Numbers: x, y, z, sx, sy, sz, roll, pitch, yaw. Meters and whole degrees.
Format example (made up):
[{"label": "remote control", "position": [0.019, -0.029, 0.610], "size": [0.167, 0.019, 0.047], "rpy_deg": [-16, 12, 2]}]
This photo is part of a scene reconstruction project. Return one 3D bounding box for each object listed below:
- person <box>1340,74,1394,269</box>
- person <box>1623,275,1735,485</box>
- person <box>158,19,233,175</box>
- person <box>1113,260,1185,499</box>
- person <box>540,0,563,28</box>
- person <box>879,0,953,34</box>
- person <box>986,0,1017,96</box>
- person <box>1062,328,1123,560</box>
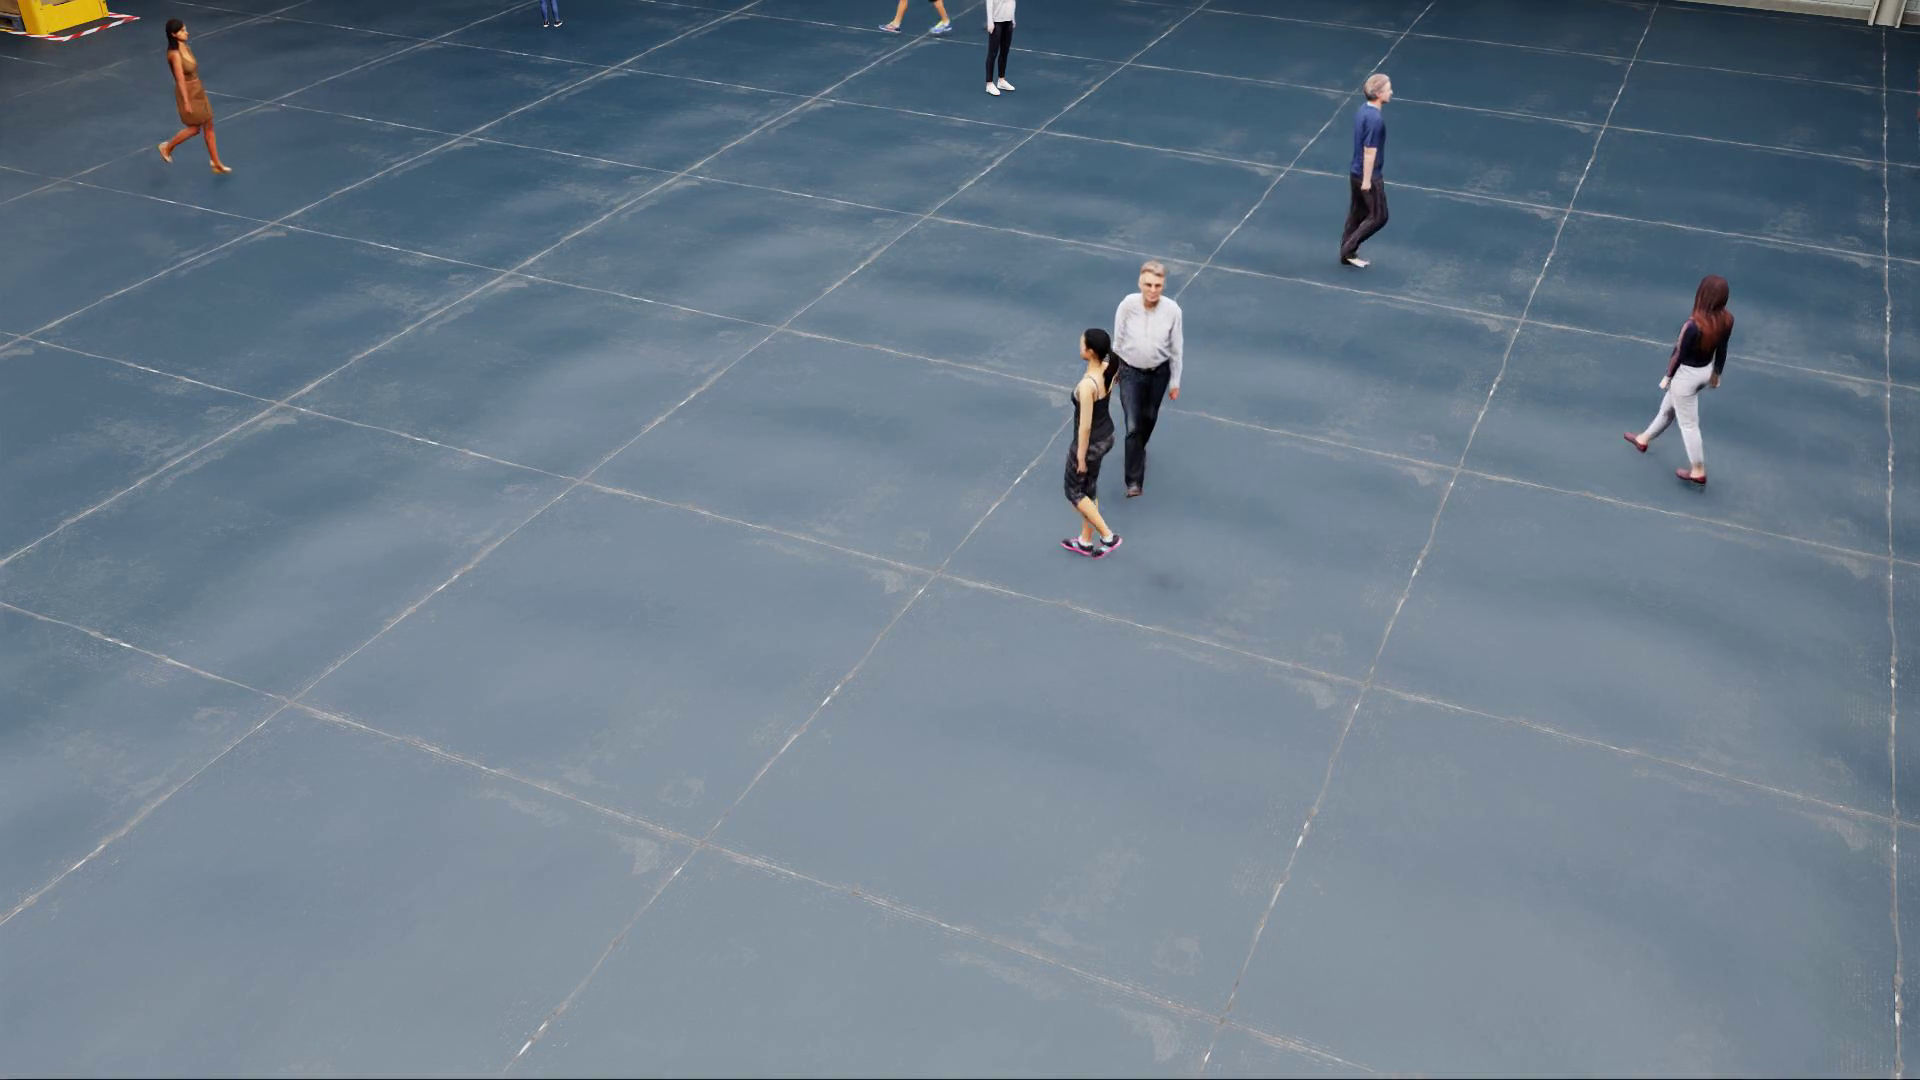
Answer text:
[{"label": "person", "position": [3.720, -3.424, 15.571], "size": [0.773, 1.863, 0.776], "rpy_deg": [2, 32, 3]}, {"label": "person", "position": [5.411, -1.148, 12.242], "size": [1.007, 1.565, 1.139], "rpy_deg": [-15, 35, -22]}, {"label": "person", "position": [-8.301, -4.708, 17.785], "size": [1.017, 1.673, 0.840], "rpy_deg": [-2, 32, -3]}, {"label": "person", "position": [1.362, -1.250, 12.228], "size": [1.250, 1.753, 1.021], "rpy_deg": [2, 32, 3]}, {"label": "person", "position": [-5.748, -7.709, 23.066], "size": [0.502, 1.113, 0.578], "rpy_deg": [0, 32, 0]}, {"label": "person", "position": [-0.452, -7.706, 22.401], "size": [1.287, 1.817, 1.126], "rpy_deg": [-6, 33, -10]}, {"label": "person", "position": [0.495, -6.344, 20.352], "size": [0.654, 1.700, 0.678], "rpy_deg": [28, 42, 37]}, {"label": "person", "position": [0.965, -0.612, 11.252], "size": [0.764, 1.714, 0.636], "rpy_deg": [20, 37, 28]}]
